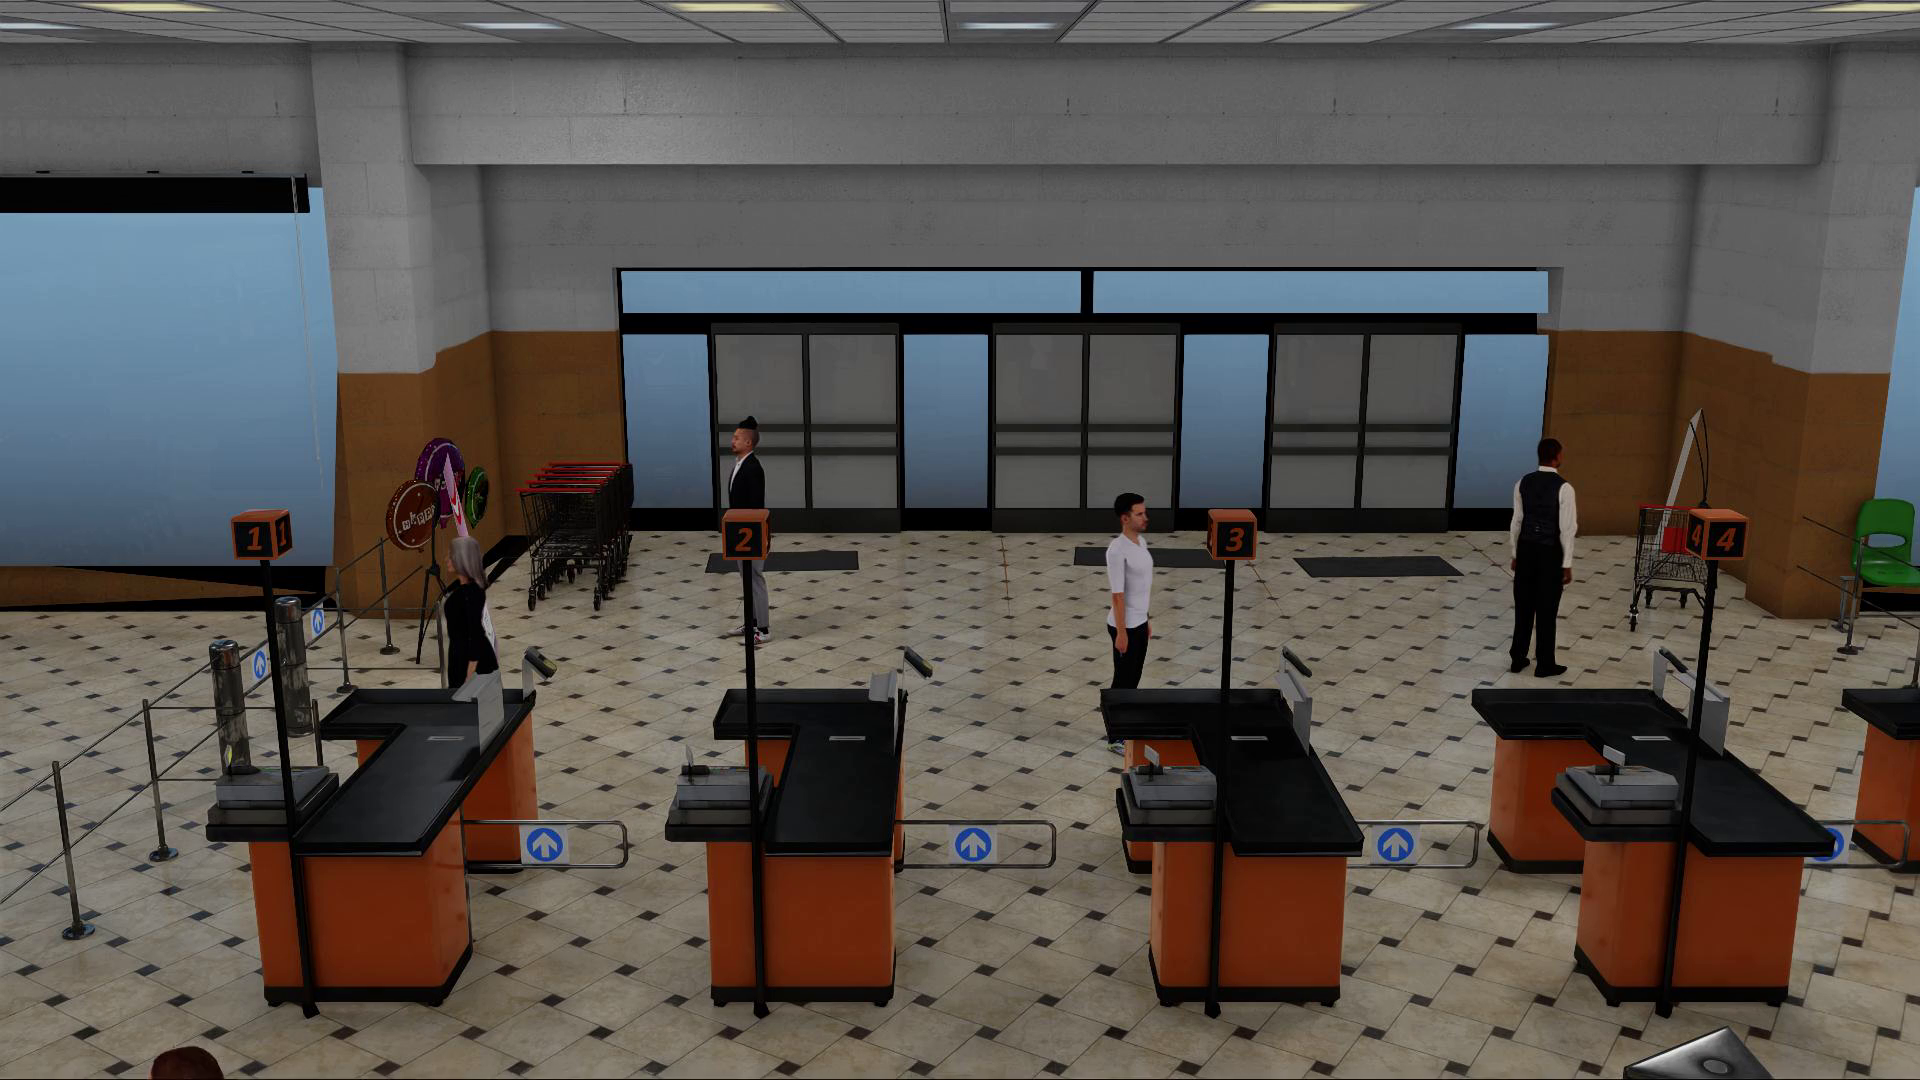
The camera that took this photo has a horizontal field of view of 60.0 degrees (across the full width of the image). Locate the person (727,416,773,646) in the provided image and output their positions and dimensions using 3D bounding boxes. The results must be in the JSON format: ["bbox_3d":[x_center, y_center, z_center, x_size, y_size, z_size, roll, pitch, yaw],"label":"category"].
[{"bbox_3d":[-1.792,-0.090,14.175,0.852,1.950,0.686,-6,15,-23],"label":"person"}]

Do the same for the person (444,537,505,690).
[{"bbox_3d":[-3.179,0.823,10.843,0.737,1.747,0.620,-5,15,-21],"label":"person"}]

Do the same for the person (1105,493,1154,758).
[{"bbox_3d":[1.180,0.574,11.647,0.809,1.852,0.677,7,15,27],"label":"person"}]

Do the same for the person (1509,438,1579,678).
[{"bbox_3d":[4.650,0.132,13.328,0.838,1.918,0.763,-12,18,-40],"label":"person"}]
